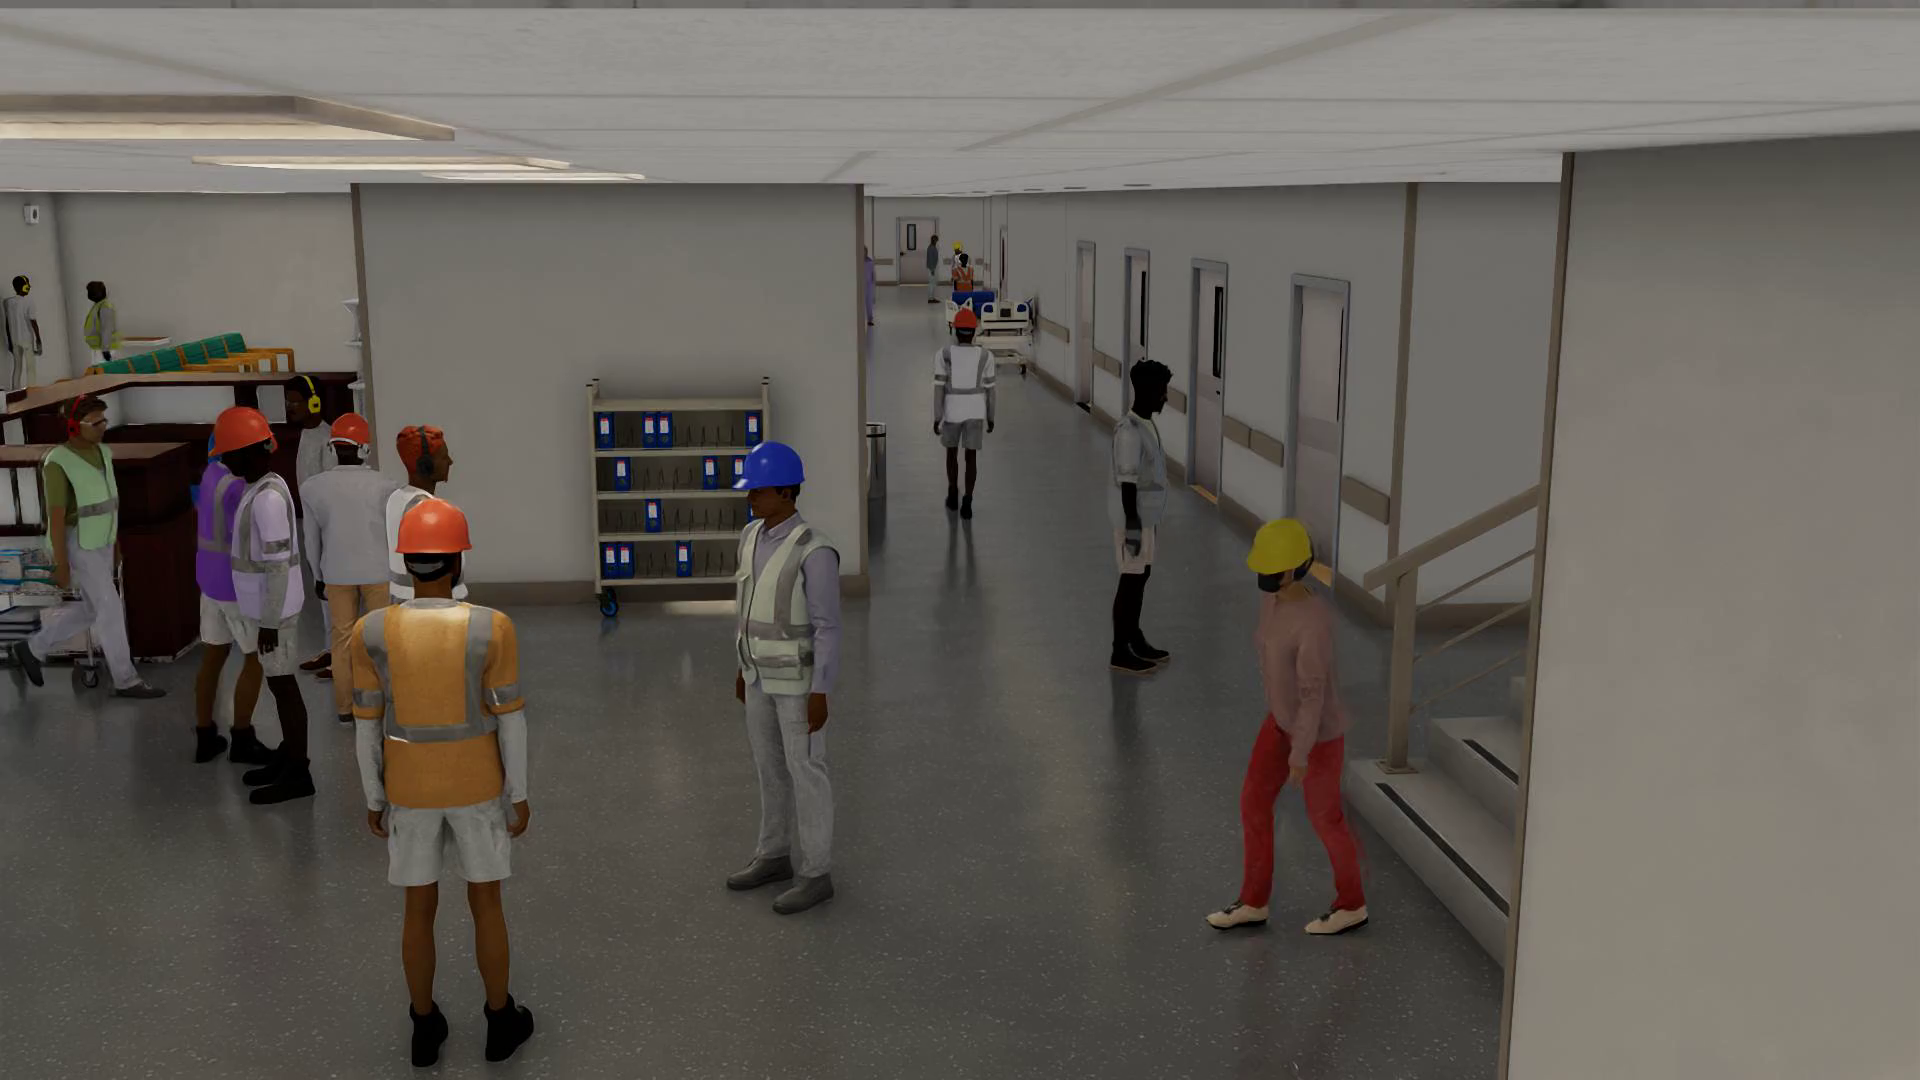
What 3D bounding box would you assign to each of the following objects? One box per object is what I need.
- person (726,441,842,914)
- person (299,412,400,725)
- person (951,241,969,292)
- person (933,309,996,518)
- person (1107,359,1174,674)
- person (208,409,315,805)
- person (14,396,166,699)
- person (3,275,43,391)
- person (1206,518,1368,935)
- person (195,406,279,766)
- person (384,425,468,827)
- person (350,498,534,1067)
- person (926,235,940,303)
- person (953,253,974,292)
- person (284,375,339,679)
[{"bbox_3d":[-0.735,0.556,6.870,0.389,1.947,0.614,-10,15,-41],"label":"person"},{"bbox_3d":[-3.337,0.165,9.256,0.562,1.752,0.324,-1,12,-6],"label":"person"},{"bbox_3d":[-0.035,-6.975,43.986,0.404,1.822,0.587,-10,15,-41],"label":"person"},{"bbox_3d":[0.036,-1.193,15.503,0.580,1.908,0.831,0,12,-2],"label":"person"},{"bbox_3d":[1.112,-0.147,10.298,0.385,1.955,0.608,4,12,17],"label":"person"},{"bbox_3d":[-3.383,0.319,8.078,0.373,1.928,0.543,-6,13,-25],"label":"person"},{"bbox_3d":[-5.146,0.056,9.662,0.835,1.811,0.602,0,12,-2],"label":"person"},{"bbox_3d":[-13.188,-2.785,23.433,0.518,1.860,0.342,2,12,10],"label":"person"},{"bbox_3d":[1.301,0.748,6.477,0.760,1.722,0.542,-3,12,-16],"label":"person"},{"bbox_3d":[-3.769,0.243,8.575,0.471,1.887,0.644,-10,15,-40],"label":"person"},{"bbox_3d":[-2.476,0.401,7.787,0.354,1.883,0.572,-8,14,-34],"label":"person"},{"bbox_3d":[-1.732,0.818,5.622,0.552,1.932,0.377,-1,12,-5],"label":"person"},{"bbox_3d":[-0.768,-7.685,47.203,0.384,1.930,0.634,1,12,5],"label":"person"},{"bbox_3d":[0.088,-5.709,38.104,0.541,1.696,0.315,-6,13,-27],"label":"person"},{"bbox_3d":[-3.921,-0.082,10.205,0.336,1.864,0.505,-9,15,-38],"label":"person"}]
